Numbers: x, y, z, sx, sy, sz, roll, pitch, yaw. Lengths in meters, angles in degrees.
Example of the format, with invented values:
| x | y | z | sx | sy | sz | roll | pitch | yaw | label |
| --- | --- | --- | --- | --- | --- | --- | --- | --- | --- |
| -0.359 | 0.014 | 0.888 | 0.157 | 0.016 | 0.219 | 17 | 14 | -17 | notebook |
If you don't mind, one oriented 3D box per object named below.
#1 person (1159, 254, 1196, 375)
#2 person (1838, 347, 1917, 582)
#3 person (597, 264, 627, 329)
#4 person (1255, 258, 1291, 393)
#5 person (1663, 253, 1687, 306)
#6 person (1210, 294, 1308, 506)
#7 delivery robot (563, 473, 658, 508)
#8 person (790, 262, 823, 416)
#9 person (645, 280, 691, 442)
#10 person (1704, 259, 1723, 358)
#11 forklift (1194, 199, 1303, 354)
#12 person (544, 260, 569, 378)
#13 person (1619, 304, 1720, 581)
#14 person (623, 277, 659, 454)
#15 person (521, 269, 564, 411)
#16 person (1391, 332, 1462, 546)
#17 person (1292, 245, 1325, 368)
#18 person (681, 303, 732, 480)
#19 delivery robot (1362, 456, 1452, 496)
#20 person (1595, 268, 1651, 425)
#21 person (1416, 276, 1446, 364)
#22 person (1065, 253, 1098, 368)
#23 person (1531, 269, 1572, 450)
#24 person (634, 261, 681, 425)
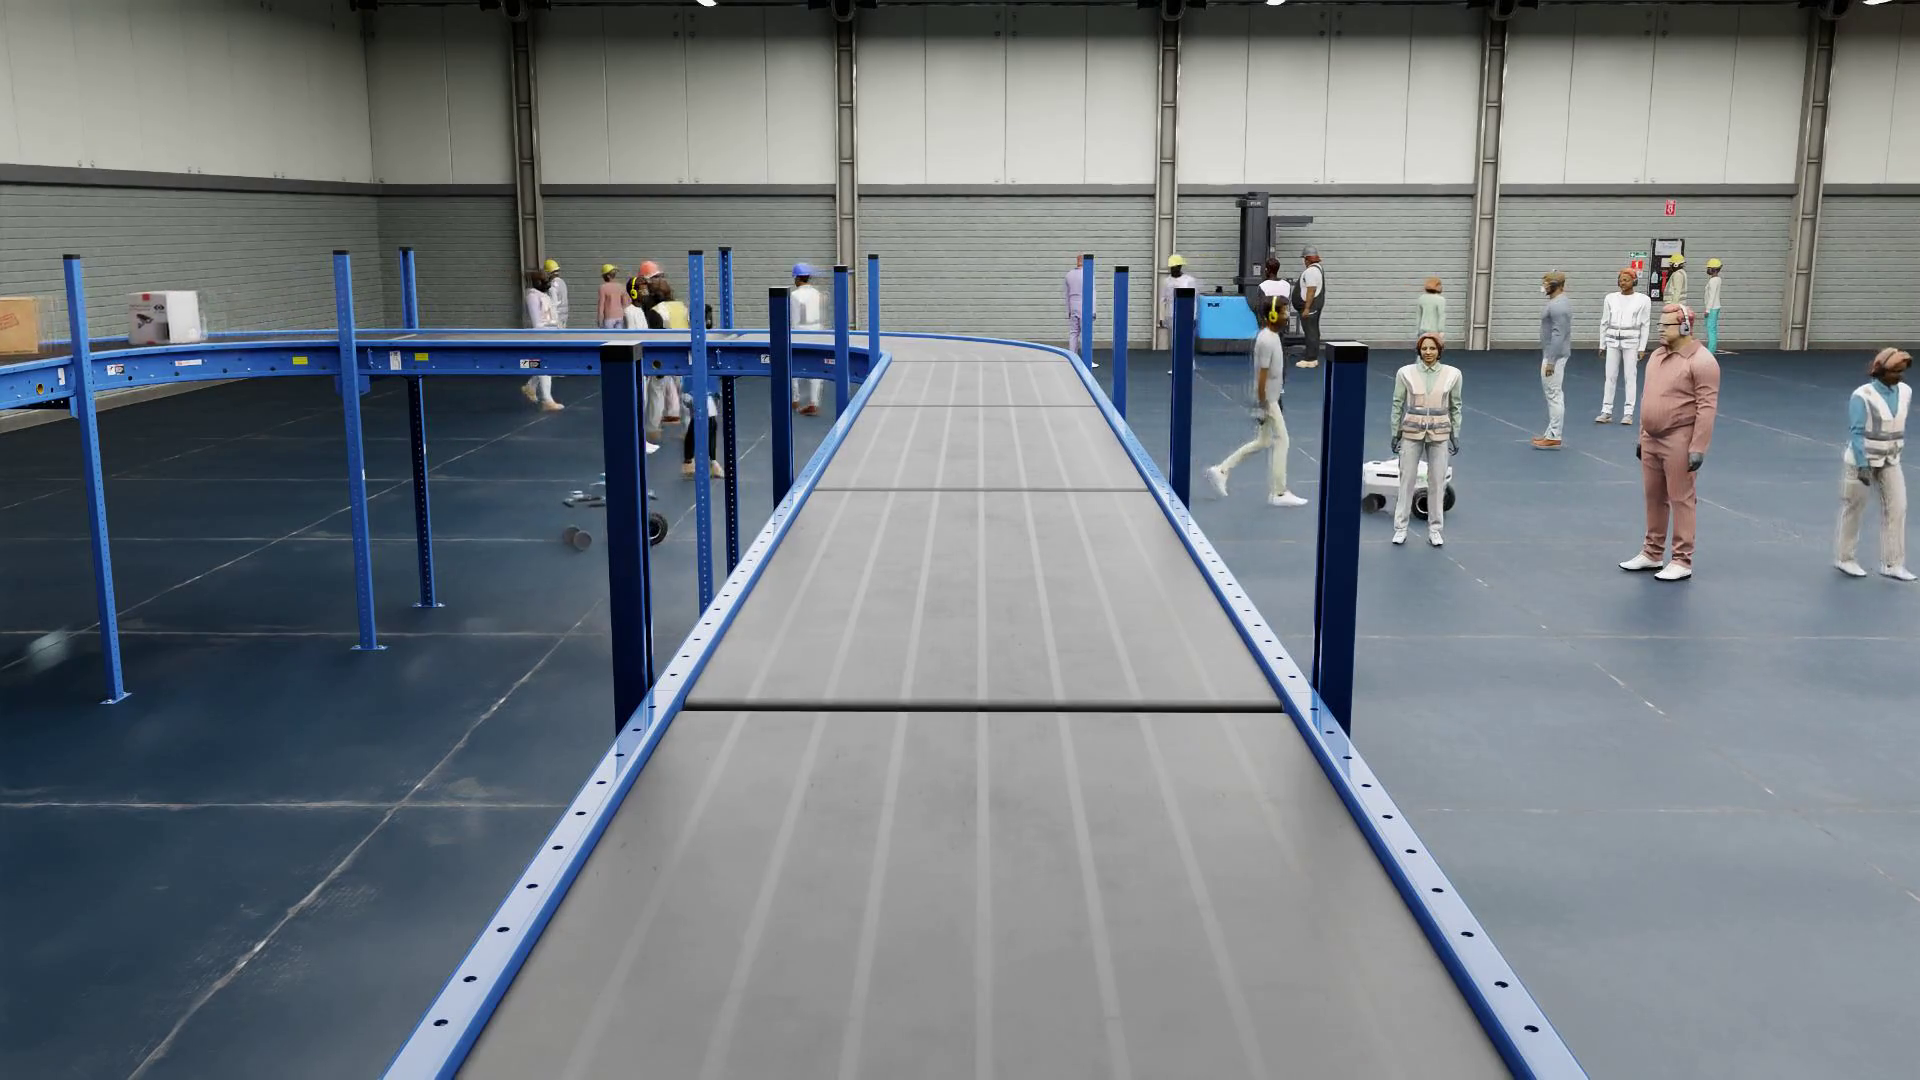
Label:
| x | y | z | sx | sy | sz | roll | pitch | yaw | label |
| --- | --- | --- | --- | --- | --- | --- | --- | --- | --- |
| 3.430 | -3.580 | 26.470 | 0.615 | 1.902 | 0.478 | 9 | 14 | 38 | person |
| 6.345 | -0.510 | 11.420 | 0.528 | 1.614 | 0.665 | -3 | 11 | -14 | person |
| -5.576 | -3.577 | 26.857 | 0.553 | 1.739 | 0.551 | 10 | 15 | 41 | person |
| 4.434 | -3.024 | 23.580 | 0.590 | 1.920 | 0.398 | -8 | 14 | -37 | person |
| 13.134 | -4.343 | 30.576 | 0.404 | 1.834 | 0.591 | 6 | 13 | 28 | person |
| 2.642 | -1.234 | 14.591 | 0.795 | 1.844 | 0.527 | 2 | 11 | 10 | person |
| -2.692 | -0.400 | 12.812 | 0.698 | 0.223 | 0.335 | -6 | 13 | -29 | delivery robot |
| -2.031 | -2.551 | 21.123 | 0.661 | 1.921 | 0.631 | 8 | 14 | 37 | person |
| -3.325 | -2.001 | 18.644 | 0.900 | 1.791 | 0.675 | 8 | 13 | 34 | person |
| 13.243 | -4.068 | 29.341 | 0.311 | 1.769 | 0.525 | 7 | 13 | 31 | person |
| 5.313 | -4.851 | 30.603 | 1.873 | 2.768 | 1.129 | 0 | 11 | 1 | forklift |
| -6.372 | -3.484 | 26.172 | 0.403 | 1.828 | 0.594 | 1 | 11 | 6 | person |
| 4.927 | -0.681 | 11.575 | 0.403 | 1.906 | 0.652 | -3 | 11 | -15 | person |
| -3.418 | -1.867 | 17.760 | 0.324 | 1.871 | 0.526 | 0 | 11 | 0 | person |
| -5.471 | -2.608 | 21.682 | 0.516 | 1.828 | 0.630 | 1 | 11 | 3 | person |
| 3.565 | -0.775 | 12.745 | 0.522 | 1.638 | 0.310 | 2 | 11 | 13 | person |
| 5.835 | -3.910 | 27.928 | 0.536 | 2.000 | 0.684 | 5 | 12 | 24 | person |
| -2.387 | -1.410 | 15.865 | 0.683 | 1.674 | 0.546 | 2 | 11 | 9 | person |
| 3.798 | -0.531 | 14.153 | 0.707 | 0.478 | 0.477 | 6 | 13 | 29 | delivery robot |
| 8.067 | -2.358 | 20.253 | 0.574 | 1.883 | 0.356 | 9 | 14 | 39 | person |
| 6.996 | -3.099 | 24.704 | 0.280 | 1.633 | 0.504 | -7 | 13 | -33 | person |
| 2.054 | -3.838 | 27.811 | 0.406 | 1.902 | 0.636 | -9 | 14 | -40 | person |
| 6.447 | -1.962 | 18.077 | 0.352 | 1.936 | 0.635 | 4 | 12 | 20 | person |
| -3.791 | -2.366 | 20.086 | 0.900 | 1.956 | 0.650 | 3 | 11 | 13 | person |
